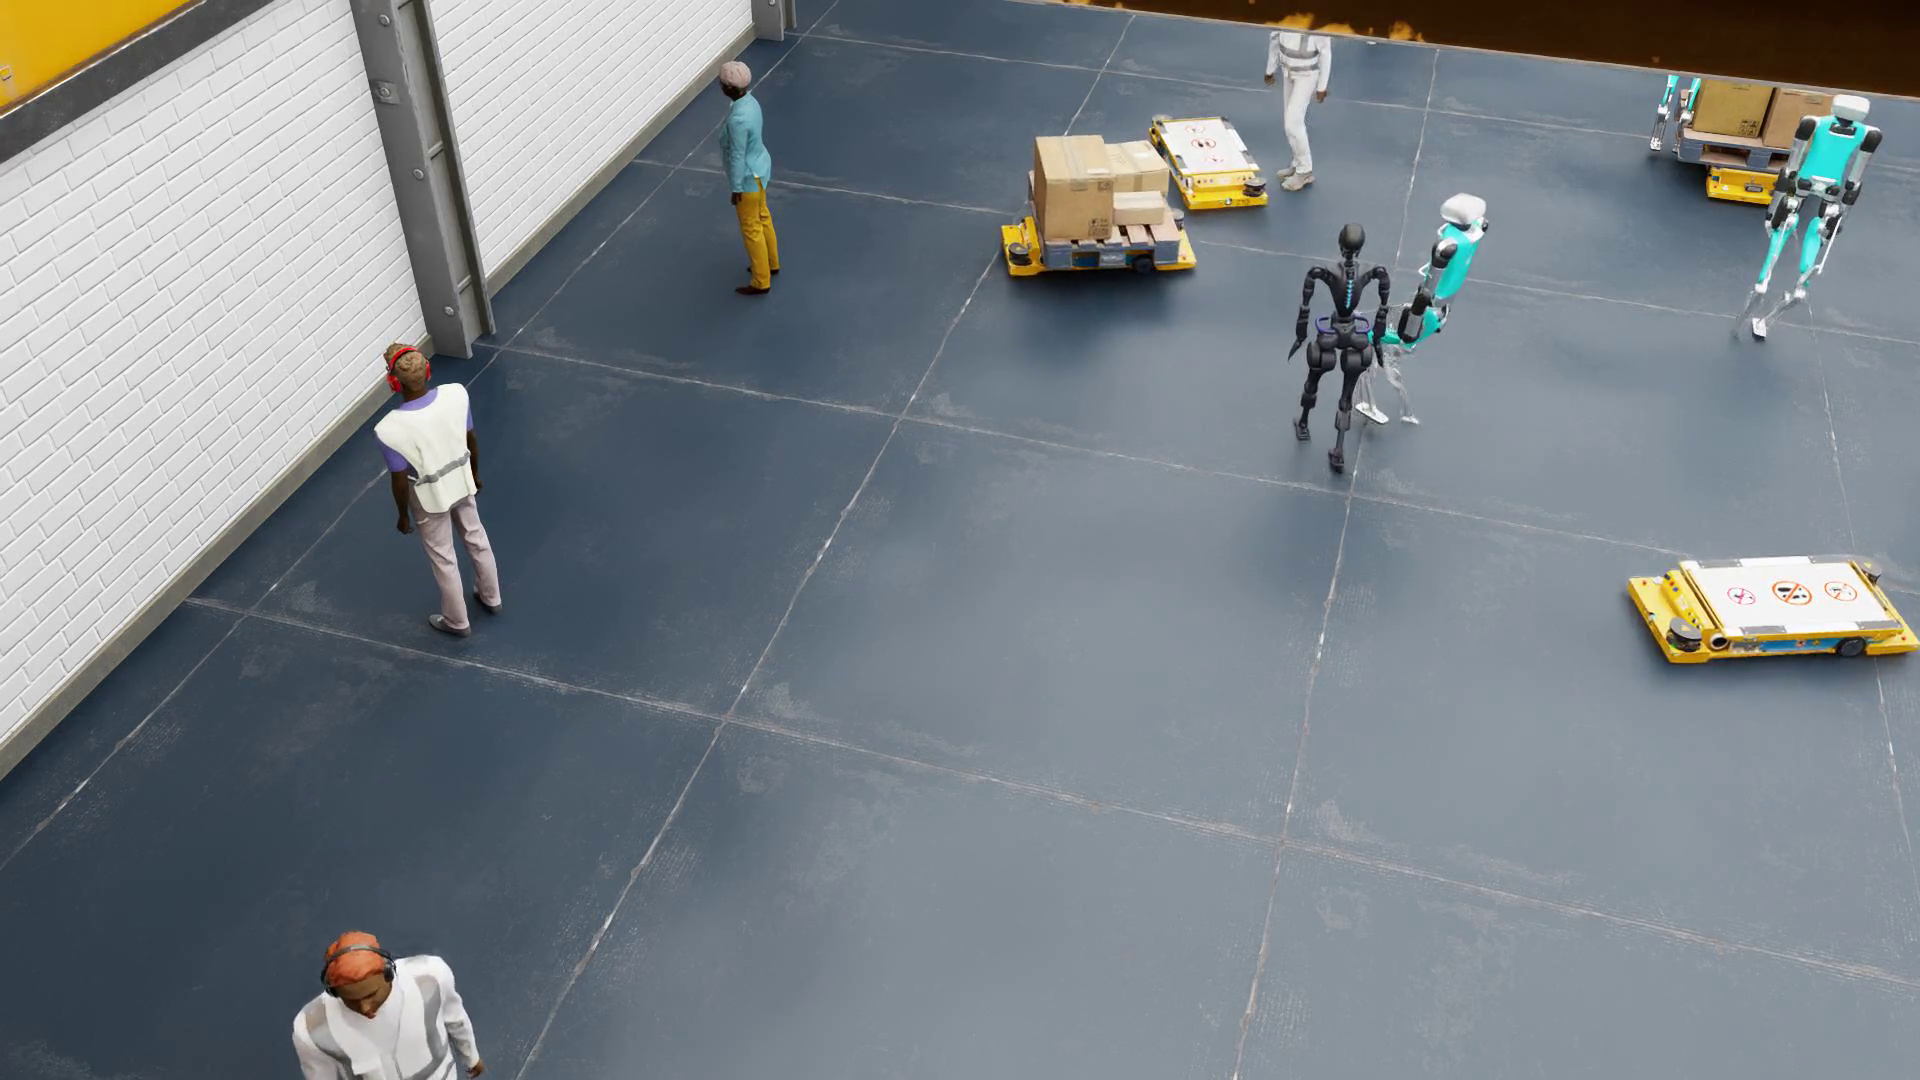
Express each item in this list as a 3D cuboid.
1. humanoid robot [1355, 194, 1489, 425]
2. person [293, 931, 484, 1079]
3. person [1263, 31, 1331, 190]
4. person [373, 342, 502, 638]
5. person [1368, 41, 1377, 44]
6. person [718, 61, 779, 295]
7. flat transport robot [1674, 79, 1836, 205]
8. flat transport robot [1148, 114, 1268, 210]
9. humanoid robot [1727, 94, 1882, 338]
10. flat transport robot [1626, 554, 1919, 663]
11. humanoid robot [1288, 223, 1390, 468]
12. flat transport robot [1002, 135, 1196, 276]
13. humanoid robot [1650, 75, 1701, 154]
[{"bbox_3d":[2.825,-1.463,10.655,0.825,1.770,0.542,29,47,31],"label":"humanoid robot"},{"bbox_3d":[-2.033,2.111,6.125,0.600,1.839,0.955,-17,42,-20],"label":"person"},{"bbox_3d":[2.738,-3.756,13.410,0.489,1.860,0.594,-17,42,-20],"label":"person"},{"bbox_3d":[-2.826,-0.249,9.055,0.390,1.846,0.566,26,45,28],"label":"person"},{"bbox_3d":[4.353,-5.582,15.821,0.875,1.685,0.516,-21,43,-24],"label":"person"},{"bbox_3d":[-1.557,-2.629,12.100,0.346,1.747,0.533,5,39,6],"label":"person"},{"bbox_3d":[6.638,-3.228,14.019,0.659,0.231,1.431,11,40,13],"label":"flat transport robot"},{"bbox_3d":[2.068,-3.196,13.980,0.659,0.231,1.431,-5,39,-7],"label":"flat transport robot"},{"bbox_3d":[5.852,-2.109,11.524,0.596,1.852,0.751,12,40,15],"label":"humanoid robot"},{"bbox_3d":[4.649,0.395,9.513,1.431,0.231,0.659,-2,39,-3],"label":"flat transport robot"},{"bbox_3d":[2.389,-1.261,10.466,0.594,1.636,0.617,2,39,3],"label":"humanoid robot"},{"bbox_3d":[1.065,-2.307,12.874,1.431,0.231,0.659,-3,39,-3],"label":"flat transport robot"},{"bbox_3d":[5.996,-3.958,13.654,0.533,1.672,0.735,20,43,23],"label":"humanoid robot"}]
